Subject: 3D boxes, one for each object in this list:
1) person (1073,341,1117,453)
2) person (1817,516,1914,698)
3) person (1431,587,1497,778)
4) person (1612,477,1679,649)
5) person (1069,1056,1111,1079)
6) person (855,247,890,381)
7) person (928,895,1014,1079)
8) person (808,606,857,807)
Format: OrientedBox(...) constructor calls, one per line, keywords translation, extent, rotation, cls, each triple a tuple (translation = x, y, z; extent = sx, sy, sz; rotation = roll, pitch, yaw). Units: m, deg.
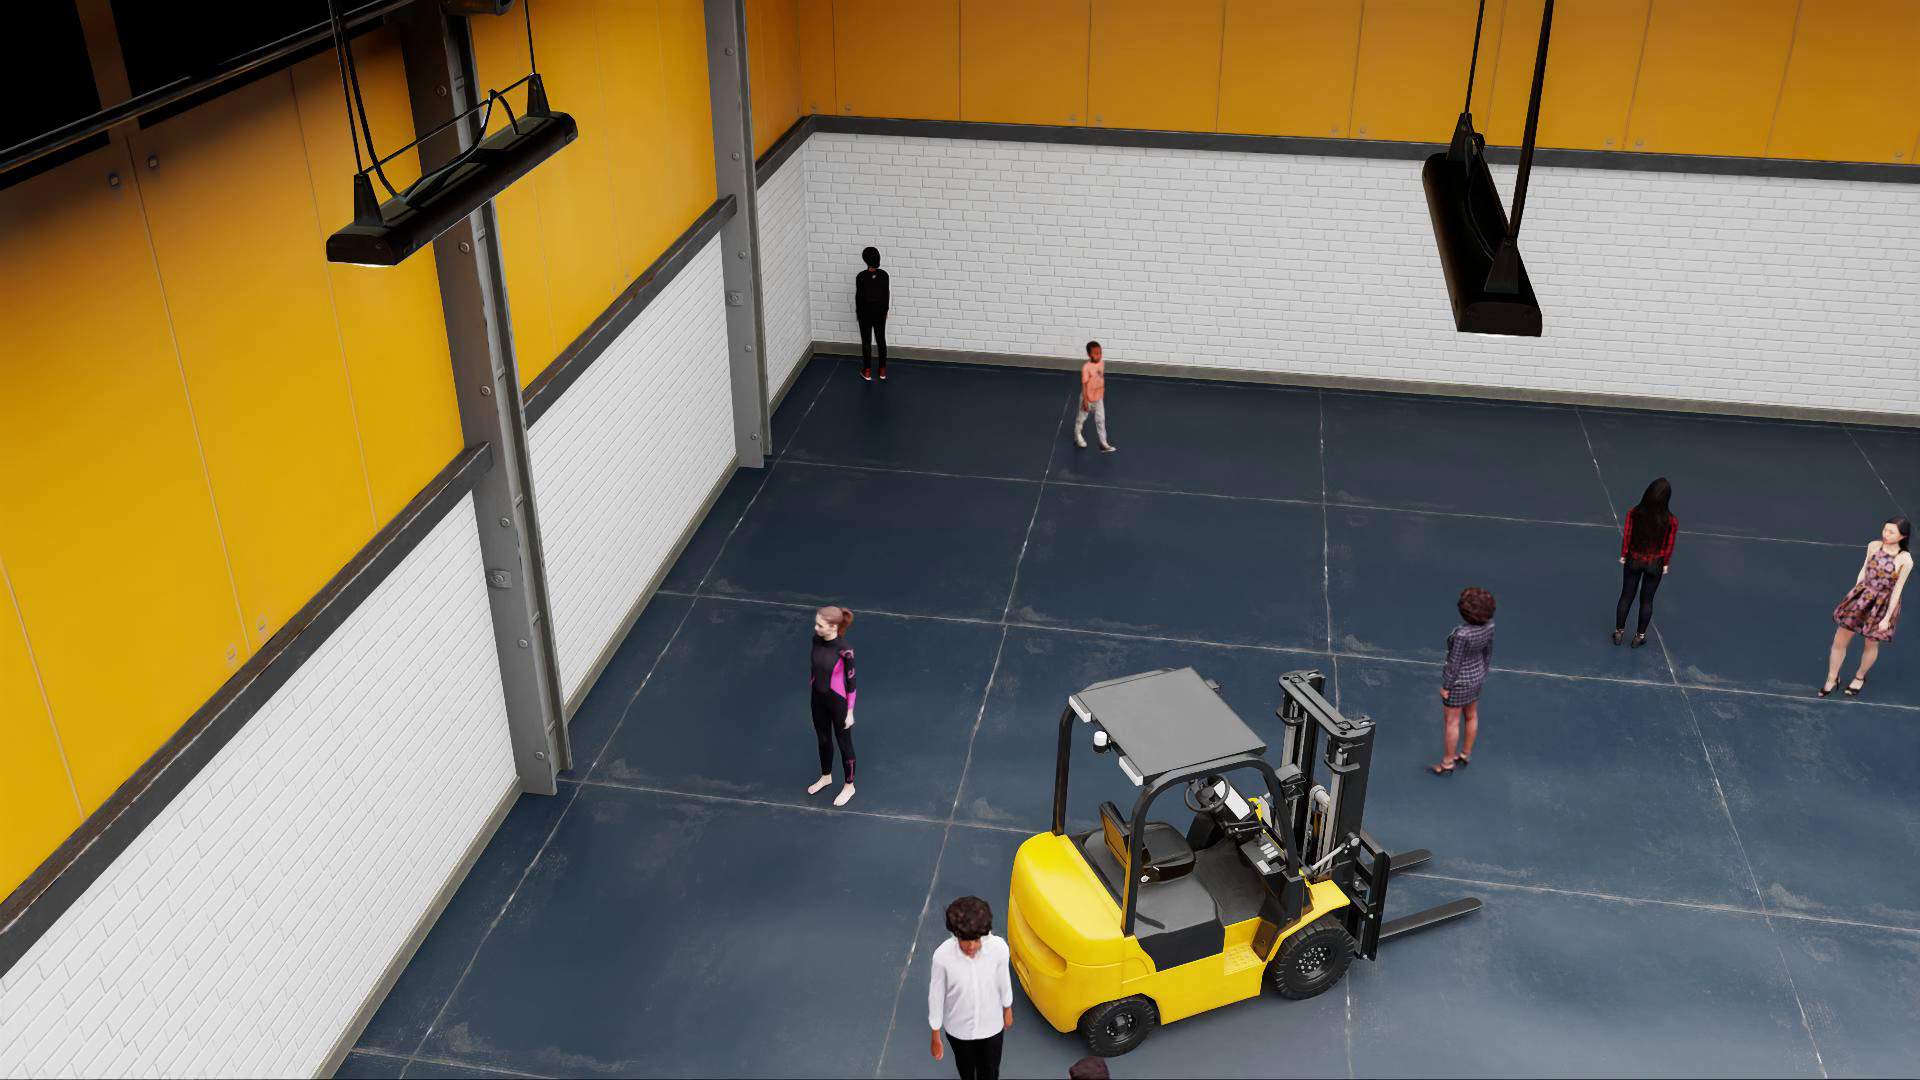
OrientedBox(translation=(1.425, -1.618, 18.587), extent=(0.845, 1.279, 0.929), rotation=(-17, 33, -28), cls="person")
OrientedBox(translation=(7.784, 0.575, 14.065), extent=(0.908, 1.759, 0.852), rotation=(-18, 33, -29), cls="person")
OrientedBox(translation=(3.985, 1.124, 13.120), extent=(0.701, 1.700, 0.748), rotation=(-16, 33, -27), cls="person")
OrientedBox(translation=(6.111, 0.209, 14.842), extent=(0.640, 1.658, 0.603), rotation=(14, 31, 23), cls="person")
OrientedBox(translation=(0.706, 3.417, 8.751), extent=(0.830, 1.859, 0.759), rotation=(-17, 33, -28), cls="person")
OrientedBox(translation=(-1.066, -2.772, 20.287), extent=(0.663, 1.676, 0.681), rotation=(-10, 30, -18), cls="person")
OrientedBox(translation=(0.068, 2.793, 9.977), extent=(0.803, 1.780, 1.000), rotation=(-2, 29, -3), cls="person")
OrientedBox(translation=(-0.982, 1.248, 12.843), extent=(0.651, 1.748, 0.671), rotation=(20, 35, 33), cls="person")
